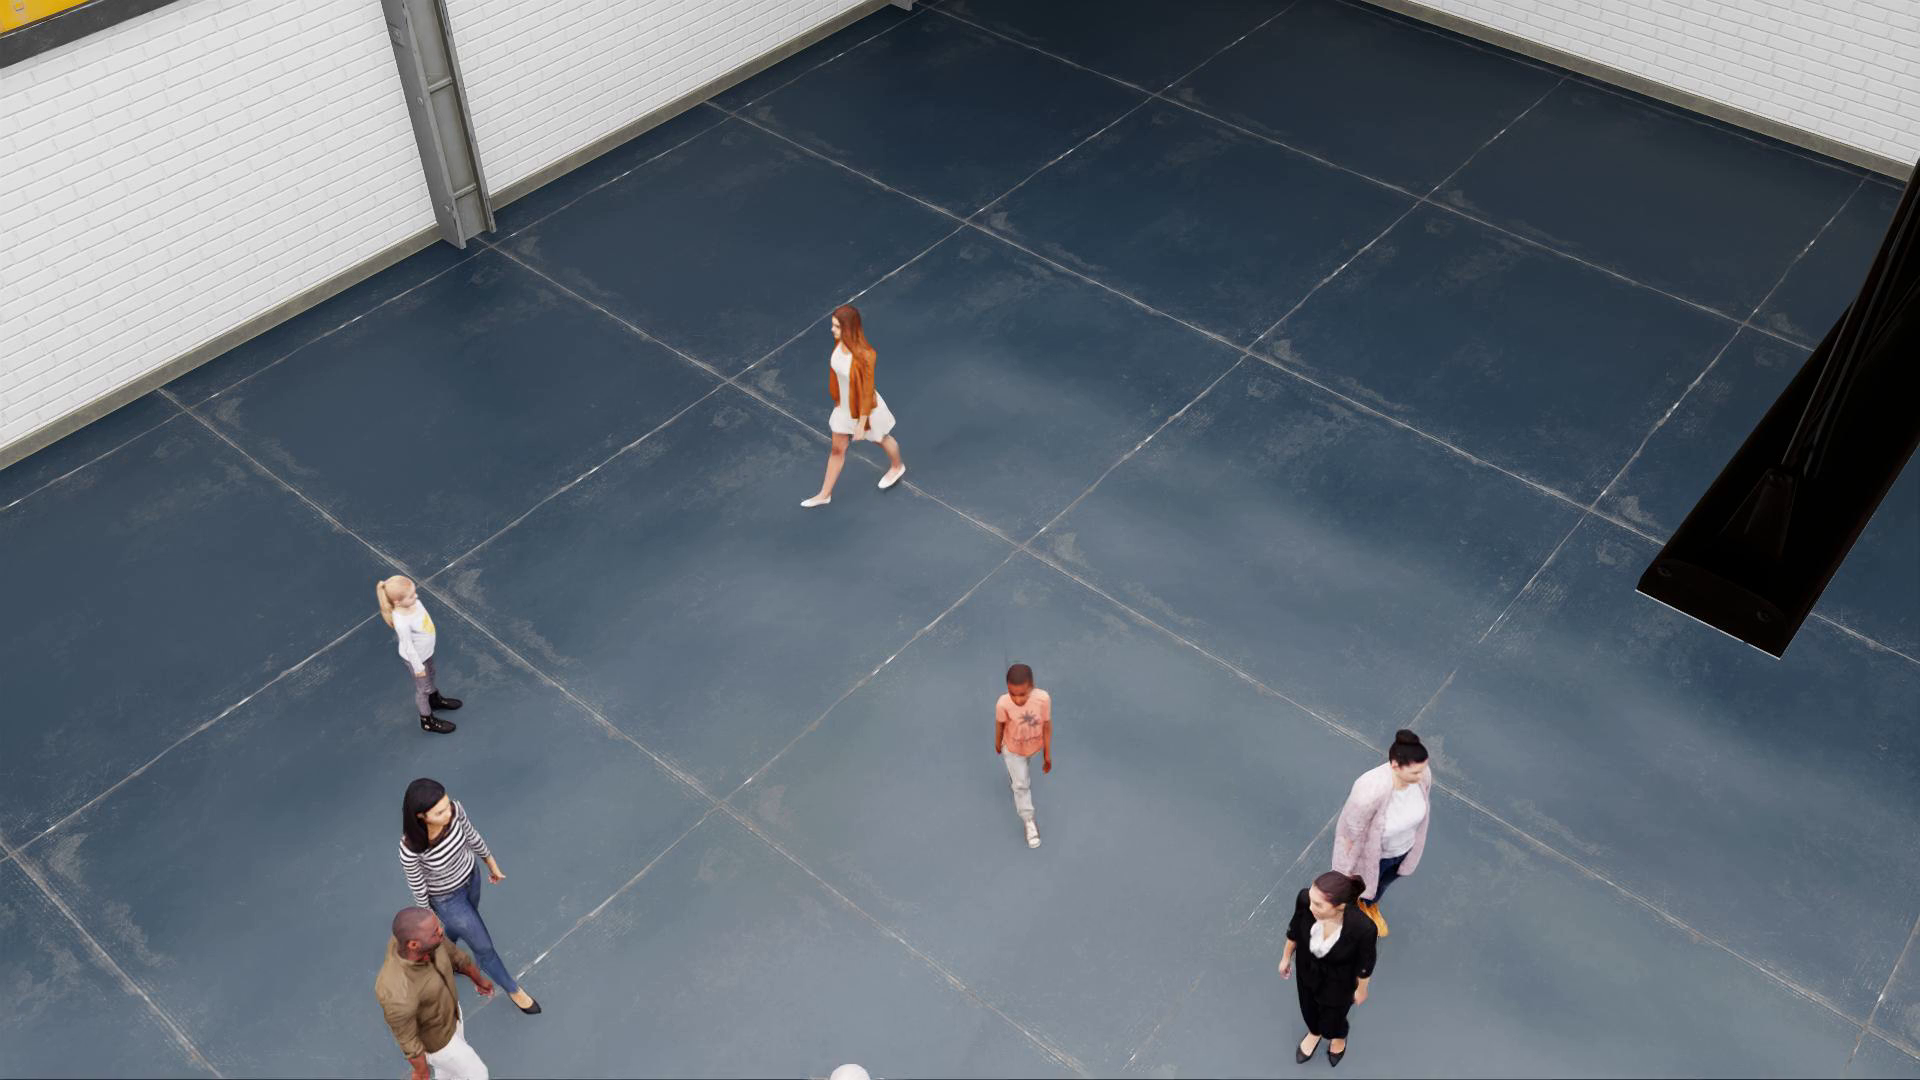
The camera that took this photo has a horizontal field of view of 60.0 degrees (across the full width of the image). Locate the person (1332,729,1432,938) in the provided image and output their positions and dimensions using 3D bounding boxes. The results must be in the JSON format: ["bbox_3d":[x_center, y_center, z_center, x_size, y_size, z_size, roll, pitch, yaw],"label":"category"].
[{"bbox_3d":[2.260,1.617,9.042,0.727,1.740,0.860,-18,46,-18],"label":"person"}]

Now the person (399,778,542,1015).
[{"bbox_3d":[-2.718,1.835,8.799,0.841,1.759,0.972,18,46,18],"label":"person"}]

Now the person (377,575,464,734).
[{"bbox_3d":[-3.384,0.687,10.353,0.625,1.277,0.565,-4,44,-4],"label":"person"}]

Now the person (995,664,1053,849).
[{"bbox_3d":[0.367,1.138,9.882,0.881,1.274,0.861,-9,44,-10],"label":"person"}]

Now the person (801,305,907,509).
[{"bbox_3d":[-0.638,-0.972,11.809,1.119,1.672,0.683,-33,53,-30],"label":"person"}]

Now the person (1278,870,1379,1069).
[{"bbox_3d":[1.917,2.152,8.555,0.609,1.636,0.556,28,50,26],"label":"person"}]

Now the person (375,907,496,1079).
[{"bbox_3d":[-2.665,2.382,8.190,0.911,1.807,0.844,-2,44,-2],"label":"person"}]
